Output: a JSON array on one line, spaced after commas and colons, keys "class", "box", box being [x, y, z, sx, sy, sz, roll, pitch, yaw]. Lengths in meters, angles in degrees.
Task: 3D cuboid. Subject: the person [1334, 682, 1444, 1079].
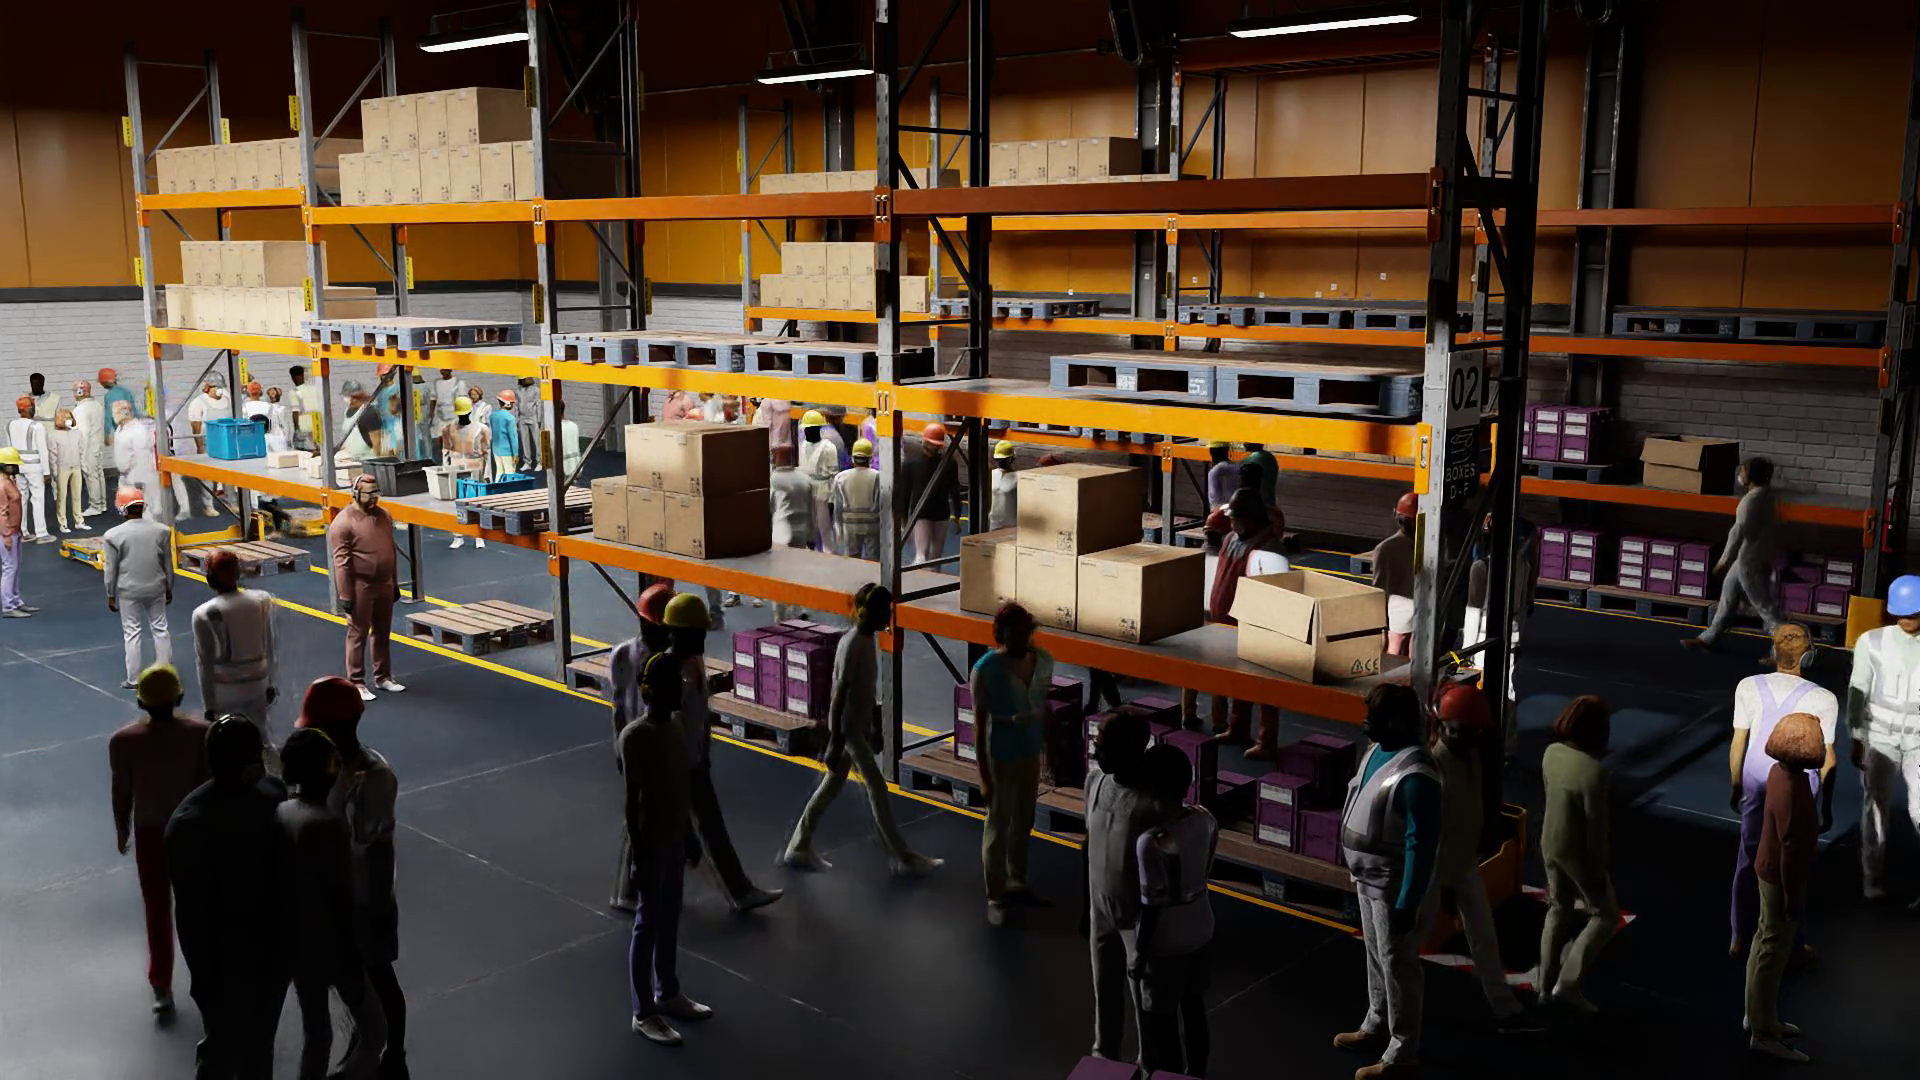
[{"class": "person", "box": [1.935, 1.542, 7.535, 0.429, 1.842, 0.633, 0, 10, -2]}]

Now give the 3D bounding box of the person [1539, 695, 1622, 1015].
[{"class": "person", "box": [3.033, 1.543, 8.143, 0.367, 1.618, 0.529, -2, 10, -13]}]

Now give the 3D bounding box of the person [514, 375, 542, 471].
[{"class": "person", "box": [-7.276, -2.024, 28.011, 0.491, 1.731, 0.325, 2, 10, 13]}]

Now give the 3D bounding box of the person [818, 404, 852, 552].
[{"class": "person", "box": [-1.541, -0.712, 19.717, 0.542, 2.000, 0.720, -4, 11, -20]}]

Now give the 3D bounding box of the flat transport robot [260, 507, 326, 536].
[{"class": "flat transport robot", "box": [-8.709, -0.254, 22.130, 1.431, 0.197, 0.652, 9, 14, 43]}]

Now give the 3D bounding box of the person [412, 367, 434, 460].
[{"class": "person", "box": [-9.189, -2.059, 28.178, 0.492, 1.740, 0.318, -8, 13, -37]}]

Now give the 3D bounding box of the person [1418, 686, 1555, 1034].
[{"class": "person", "box": [2.409, 1.542, 7.893, 0.857, 1.709, 0.582, 9, 14, 43]}]

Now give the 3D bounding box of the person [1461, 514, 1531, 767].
[{"class": "person", "box": [3.855, 0.737, 12.004, 0.579, 1.878, 0.343, -7, 12, -33]}]

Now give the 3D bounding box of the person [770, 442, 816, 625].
[{"class": "person", "box": [-1.738, -0.006, 16.158, 0.450, 1.878, 0.755, 8, 13, 39]}]

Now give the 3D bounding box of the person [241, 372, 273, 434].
[{"class": "person", "box": [-10.706, -1.587, 25.087, 0.653, 1.899, 0.399, 0, 10, 1]}]

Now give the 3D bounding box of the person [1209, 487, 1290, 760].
[{"class": "person", "box": [2.110, 0.592, 12.346, 0.535, 2.000, 0.693, -5, 11, -24]}]

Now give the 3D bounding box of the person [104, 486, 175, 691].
[{"class": "person", "box": [-7.017, 0.408, 14.224, 0.350, 1.744, 0.566, 9, 14, 43]}]

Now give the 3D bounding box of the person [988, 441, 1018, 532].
[{"class": "person", "box": [0.470, -0.171, 17.463, 0.518, 1.757, 0.337, 6, 12, 32]}]

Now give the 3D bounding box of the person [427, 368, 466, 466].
[{"class": "person", "box": [-8.456, -2.045, 27.498, 0.620, 1.956, 0.381, 2, 10, 13]}]

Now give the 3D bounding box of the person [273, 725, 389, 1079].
[{"class": "person", "box": [-2.600, 1.679, 6.786, 0.550, 1.836, 0.418, 5, 11, 26]}]

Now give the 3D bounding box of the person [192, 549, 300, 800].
[{"class": "person", "box": [-4.615, 0.970, 10.713, 0.742, 1.861, 0.577, 7, 12, 35]}]

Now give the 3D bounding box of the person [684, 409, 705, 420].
[{"class": "person", "box": [-3.304, -0.775, 20.884, 0.330, 1.750, 0.572, 2, 10, 12]}]

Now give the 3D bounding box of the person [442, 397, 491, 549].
[{"class": "person", "box": [-6.163, -0.840, 20.789, 0.589, 1.918, 0.395, -1, 10, -4]}]

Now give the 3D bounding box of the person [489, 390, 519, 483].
[{"class": "person", "box": [-6.473, -1.278, 23.775, 0.575, 1.739, 0.350, 9, 13, 40]}]

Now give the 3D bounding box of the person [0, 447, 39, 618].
[{"class": "person", "box": [-9.644, -0.074, 16.929, 0.341, 1.756, 0.531, -3, 11, -19]}]

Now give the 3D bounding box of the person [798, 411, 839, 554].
[{"class": "person", "box": [-1.644, -0.511, 18.902, 0.595, 1.925, 0.373, 9, 13, 40]}]

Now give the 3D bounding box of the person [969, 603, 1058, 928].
[{"class": "person", "box": [0.291, 1.239, 9.330, 0.610, 1.821, 0.407, -8, 13, -39]}]

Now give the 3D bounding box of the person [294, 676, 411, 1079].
[{"class": "person", "box": [-2.692, 1.534, 7.342, 0.544, 1.930, 0.389, 8, 13, 39]}]

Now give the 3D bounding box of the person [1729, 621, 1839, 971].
[{"class": "person", "box": [4.305, 1.332, 8.721, 0.513, 1.841, 0.335, 9, 14, 42]}]

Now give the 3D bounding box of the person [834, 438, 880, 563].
[{"class": "person", "box": [-0.988, -0.124, 16.983, 0.597, 1.832, 0.404, 0, 10, 0]}]

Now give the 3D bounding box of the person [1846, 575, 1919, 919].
[{"class": "person", "box": [5.408, 1.155, 9.489, 0.636, 1.924, 0.497, 7, 12, 34]}]

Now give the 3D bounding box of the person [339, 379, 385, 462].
[{"class": "person", "box": [-8.042, -1.253, 22.778, 0.866, 2.000, 0.703, -9, 14, -42]}]

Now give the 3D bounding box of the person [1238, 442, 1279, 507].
[{"class": "person", "box": [3.089, -0.233, 17.359, 0.386, 1.928, 0.642, 9, 14, 42]}]

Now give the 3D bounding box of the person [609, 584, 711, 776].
[{"class": "person", "box": [-1.734, 1.147, 9.642, 0.557, 1.902, 0.888, -2, 10, -12]}]

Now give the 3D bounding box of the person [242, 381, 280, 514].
[{"class": "person", "box": [-9.892, -1.296, 23.458, 0.586, 1.882, 0.341, -7, 12, -35]}]

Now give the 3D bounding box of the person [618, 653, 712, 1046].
[{"class": "person", "box": [-1.411, 1.450, 7.971, 0.328, 1.873, 0.519, 4, 11, 21]}]

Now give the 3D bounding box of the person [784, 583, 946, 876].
[{"class": "person", "box": [-0.616, 1.141, 9.942, 1.019, 1.806, 0.553, 1, 10, 6]}]

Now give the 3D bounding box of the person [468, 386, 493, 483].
[{"class": "person", "box": [-7.442, -1.563, 25.695, 0.519, 1.633, 0.314, 2, 10, 11]}]
